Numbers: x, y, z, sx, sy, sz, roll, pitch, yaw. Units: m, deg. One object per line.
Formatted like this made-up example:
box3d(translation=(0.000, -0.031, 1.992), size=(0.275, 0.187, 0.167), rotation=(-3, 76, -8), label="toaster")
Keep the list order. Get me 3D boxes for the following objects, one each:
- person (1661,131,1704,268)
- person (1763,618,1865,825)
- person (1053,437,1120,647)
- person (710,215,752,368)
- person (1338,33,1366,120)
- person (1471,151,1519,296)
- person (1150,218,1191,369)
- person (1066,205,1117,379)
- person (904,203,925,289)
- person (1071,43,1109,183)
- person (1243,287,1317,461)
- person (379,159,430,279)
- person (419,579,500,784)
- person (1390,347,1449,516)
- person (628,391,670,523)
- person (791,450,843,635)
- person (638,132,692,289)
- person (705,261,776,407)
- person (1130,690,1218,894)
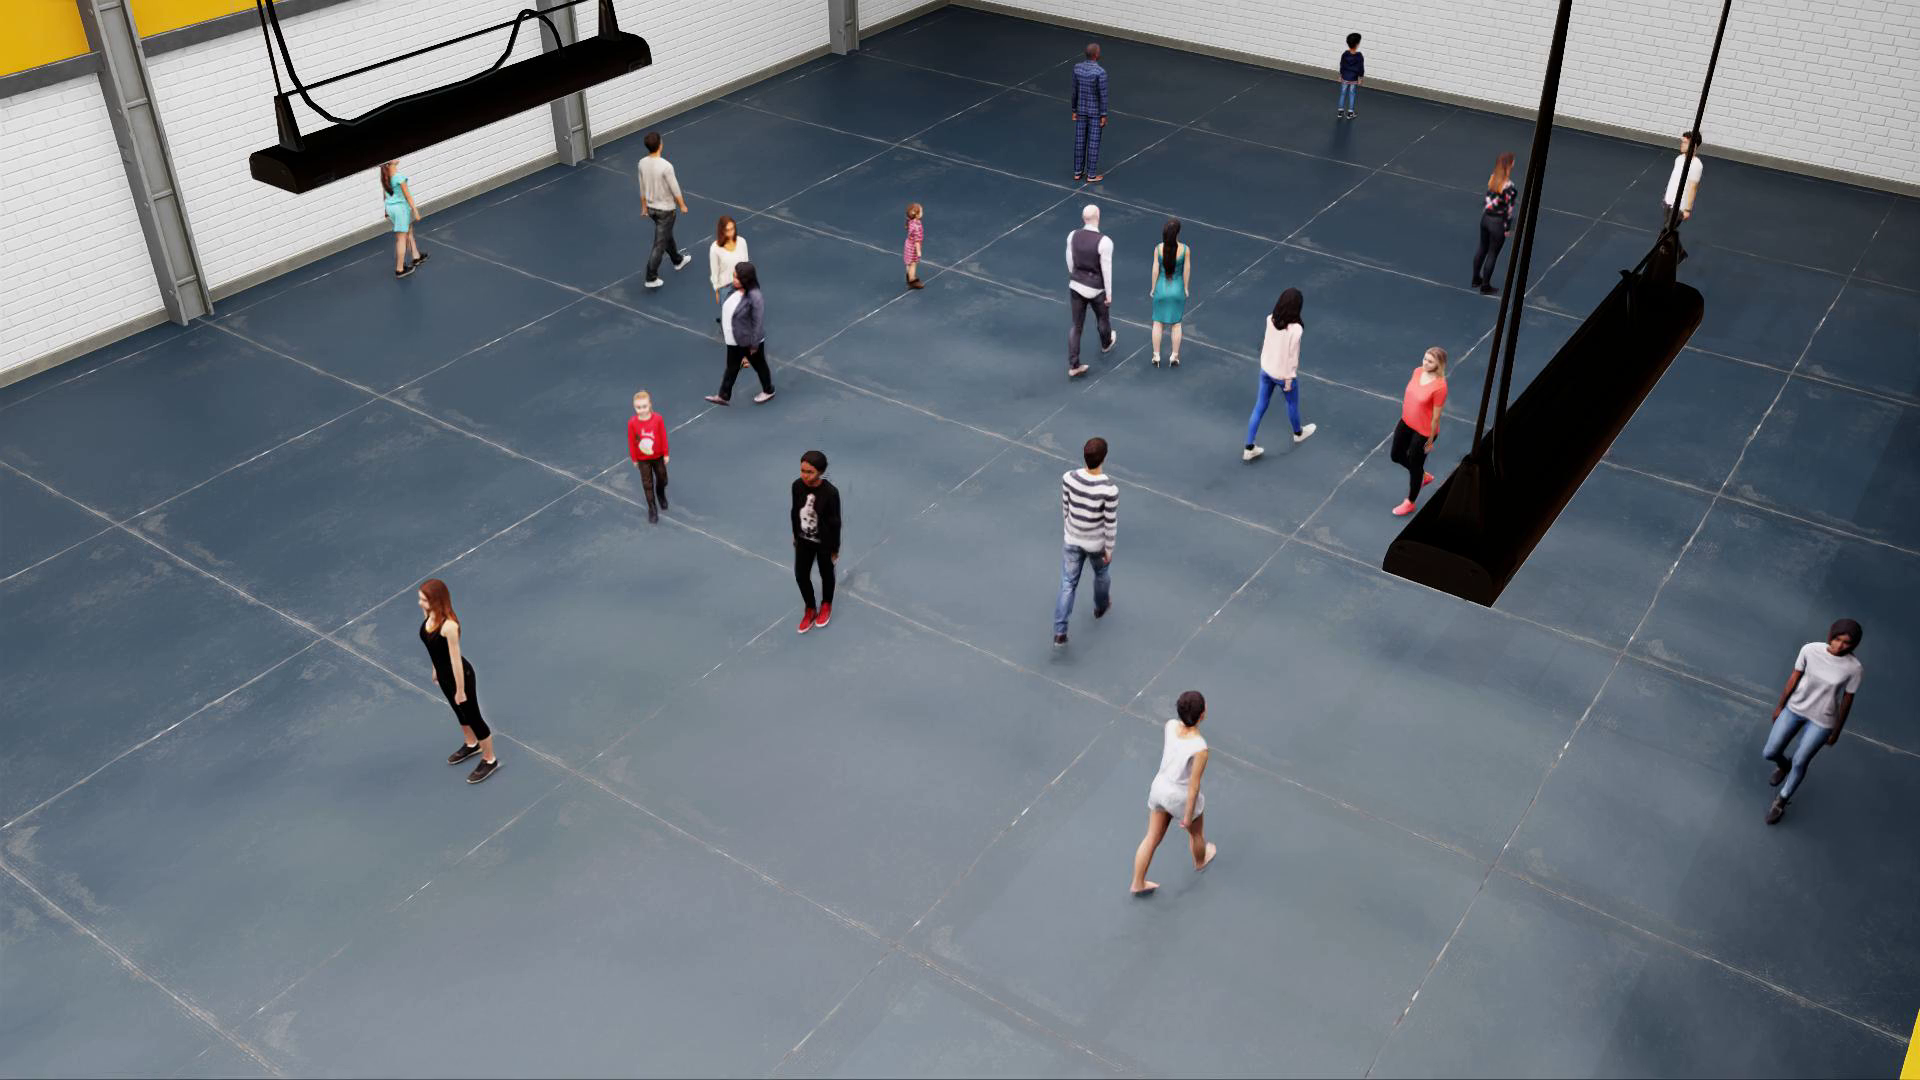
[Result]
box3d(translation=(8.512, -3.969, 19.533), size=(0.865, 1.716, 0.798), rotation=(-3, 34, -4), label="person")
box3d(translation=(6.005, 1.222, 11.722), size=(0.662, 1.717, 0.782), rotation=(28, 43, 35), label="person")
box3d(translation=(0.976, 0.048, 13.403), size=(0.837, 1.813, 1.226), rotation=(12, 35, 17), label="person")
box3d(translation=(-2.454, -2.685, 17.652), size=(0.944, 1.661, 0.871), rotation=(-21, 39, -28), label="person")
box3d(translation=(5.669, -6.748, 24.160), size=(0.533, 1.224, 0.506), rotation=(18, 37, 24), label="person")
box3d(translation=(6.127, -3.635, 19.061), size=(0.686, 1.683, 0.657), rotation=(-12, 35, -17), label="person")
box3d(translation=(2.201, -2.603, 17.507), size=(0.625, 1.685, 0.630), rotation=(4, 34, 6), label="person")
box3d(translation=(1.284, -2.546, 17.343), size=(0.821, 1.772, 1.191), rotation=(20, 38, 27), label="person")
box3d(translation=(-0.544, -3.431, 19.353), size=(0.557, 1.020, 0.506), rotation=(-10, 35, -15), label="person")
box3d(translation=(1.704, -5.660, 21.982), size=(0.671, 1.823, 0.583), rotation=(20, 38, 27), label="person")
box3d(translation=(2.964, -1.532, 15.864), size=(1.191, 1.719, 0.901), rotation=(-22, 39, -29), label="person")
box3d(translation=(-6.628, -3.823, 19.478), size=(0.565, 1.536, 0.821), rotation=(19, 38, 26), label="person")
box3d(translation=(-3.659, 0.983, 12.079), size=(0.583, 1.722, 0.605), rotation=(-27, 42, -34), label="person")
box3d(translation=(4.239, -1.010, 15.113), size=(0.864, 1.682, 0.781), rotation=(-15, 36, -21), label="person")
box3d(translation=(-2.827, -0.792, 15.154), size=(0.642, 1.274, 0.700), rotation=(-9, 35, -13), label="person")
box3d(translation=(-1.147, -0.044, 13.678), size=(0.702, 1.663, 0.735), rotation=(11, 35, 15), label="person")
box3d(translation=(-3.498, -3.765, 19.179), size=(0.665, 1.769, 1.137), rotation=(19, 38, 26), label="person")
box3d(translation=(-2.093, -2.081, 16.831), size=(1.065, 1.565, 0.847), rotation=(-25, 41, -32), label="person")
box3d(translation=(1.384, 1.732, 11.070), size=(1.032, 1.591, 0.759), rotation=(-19, 38, -27), label="person")
